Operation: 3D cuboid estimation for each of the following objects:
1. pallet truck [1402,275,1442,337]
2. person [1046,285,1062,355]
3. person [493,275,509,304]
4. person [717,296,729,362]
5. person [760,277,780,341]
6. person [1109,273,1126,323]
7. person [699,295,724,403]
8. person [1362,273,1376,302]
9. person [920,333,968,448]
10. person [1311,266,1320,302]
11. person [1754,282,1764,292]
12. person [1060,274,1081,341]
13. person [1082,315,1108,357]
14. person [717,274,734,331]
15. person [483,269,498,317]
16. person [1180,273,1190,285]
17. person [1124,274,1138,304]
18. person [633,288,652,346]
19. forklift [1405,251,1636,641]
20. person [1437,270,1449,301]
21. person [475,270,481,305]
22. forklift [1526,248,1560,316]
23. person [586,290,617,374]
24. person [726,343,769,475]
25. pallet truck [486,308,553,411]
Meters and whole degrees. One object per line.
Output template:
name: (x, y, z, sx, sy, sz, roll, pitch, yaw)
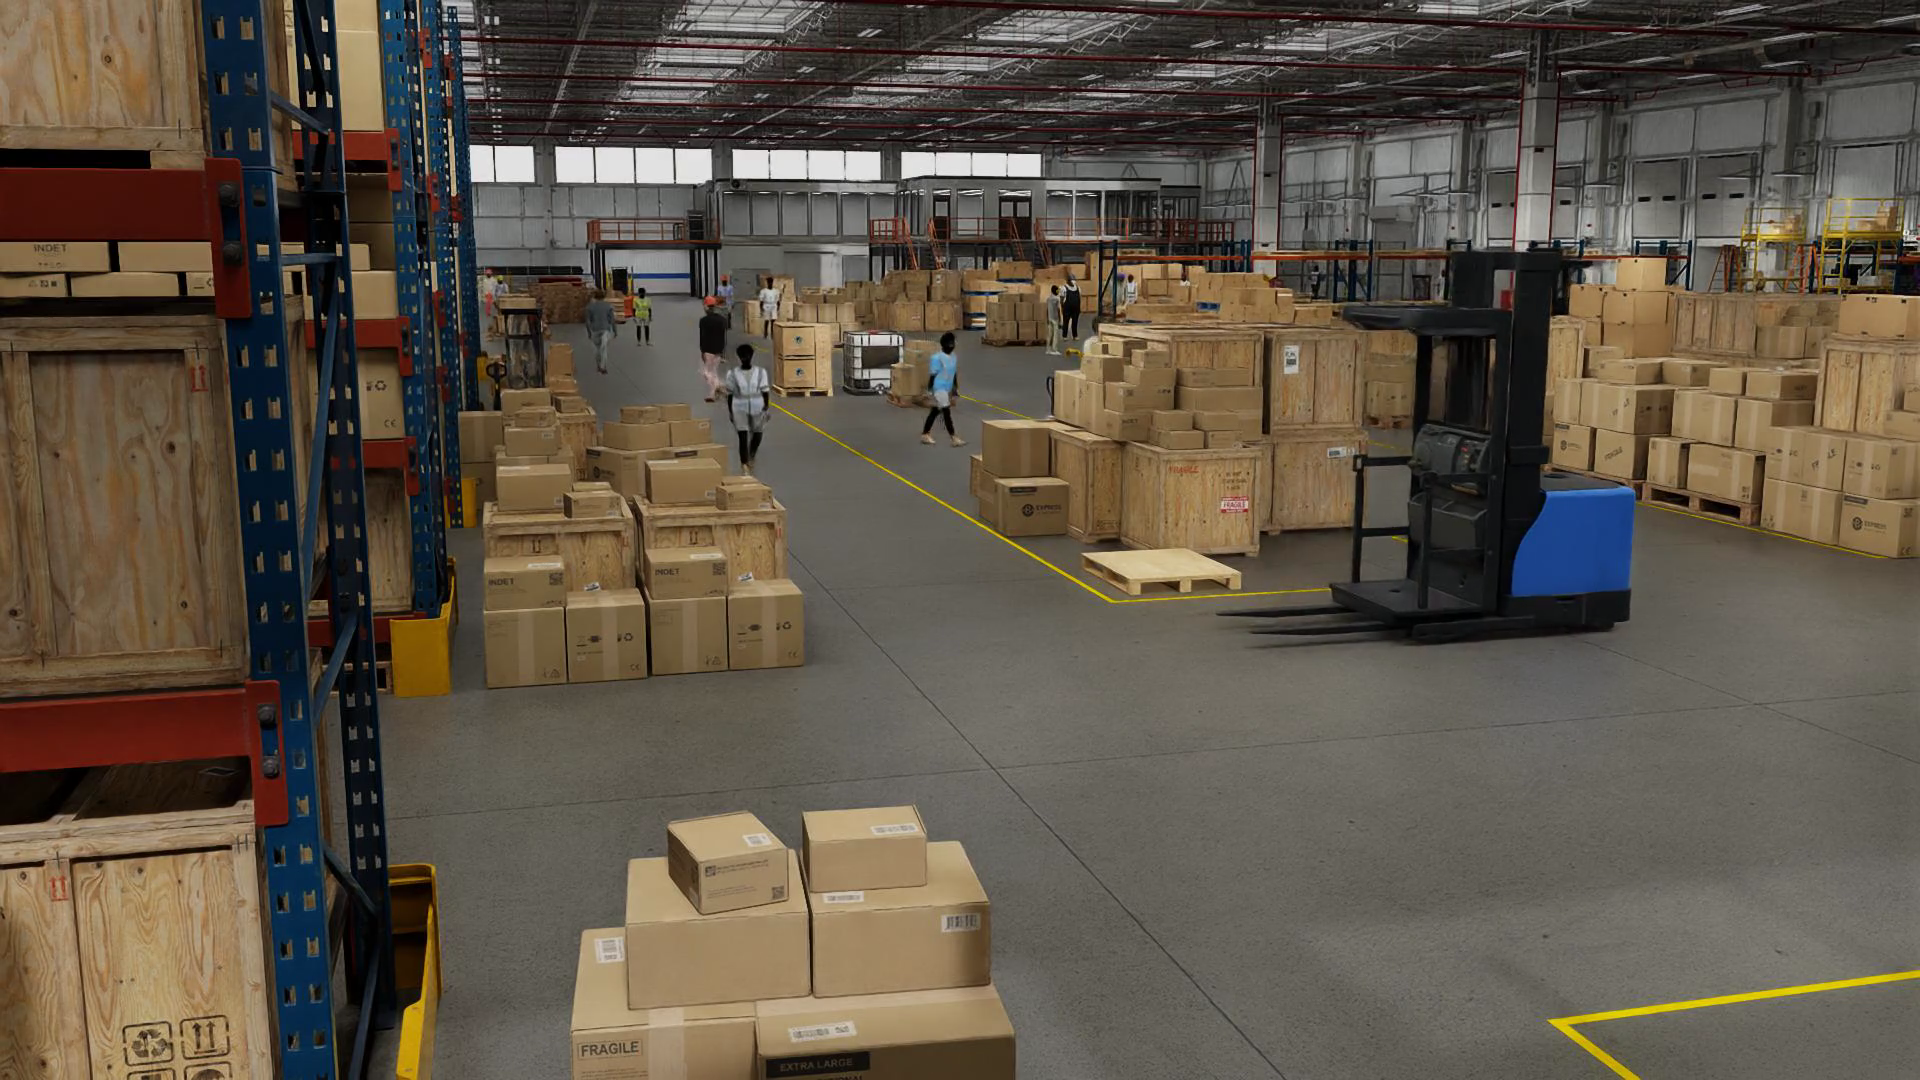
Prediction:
pallet truck: (14.620, -7.324, 52.145, 0.823, 1.965, 1.885, 8, 13, 40)
person: (2.498, -5.829, 44.089, 0.332, 1.859, 0.531, -8, 13, -39)
person: (-17.160, -9.011, 62.197, 0.611, 1.820, 0.517, -7, 12, -33)
person: (-5.909, -5.234, 41.326, 0.308, 1.640, 0.511, -2, 10, -11)
person: (-5.790, -7.049, 50.707, 0.609, 1.953, 0.527, -3, 10, -15)
person: (5.733, -8.794, 60.784, 0.652, 1.900, 0.947, -9, 13, -41)
person: (-4.501, -3.467, 30.353, 0.534, 1.977, 0.621, 8, 13, 40)
person: (20.073, -12.406, 81.395, 0.654, 1.825, 0.633, -1, 10, -7)
person: (-0.258, -2.151, 23.857, 0.847, 1.642, 0.528, 6, 11, 29)
person: (17.768, -12.763, 83.172, 0.376, 1.915, 0.594, -7, 12, -35)
person: (21.093, -5.848, 43.954, 0.628, 1.939, 0.374, -6, 12, -30)
person: (3.393, -7.060, 50.526, 0.688, 2.000, 0.539, -3, 11, -19)
person: (1.966, -2.168, 23.175, 0.629, 1.925, 0.481, -7, 12, -33)
person: (-7.935, -8.014, 56.262, 0.547, 1.924, 0.413, -1, 10, -7)
person: (-19.156, -10.099, 67.963, 0.618, 1.967, 0.850, 0, 10, 2)
person: (8.421, -9.067, 62.372, 0.354, 1.876, 0.574, -5, 11, -28)
person: (6.297, -8.948, 61.729, 0.582, 1.871, 0.505, -1, 10, -8)
person: (-9.196, -6.453, 48.107, 0.533, 1.690, 0.321, -3, 10, -17)
forklift: (4.021, -0.761, 12.483, 1.873, 2.768, 1.129, -3, 10, -15)
person: (21.529, -11.128, 74.116, 0.517, 1.846, 0.844, 1, 10, 4)
person: (-23.533, -12.266, 80.846, 0.295, 1.744, 0.484, 2, 10, 9)
forklift: (13.960, -5.632, 40.065, 1.873, 2.768, 1.129, -3, 10, -15)
person: (-8.129, -4.722, 37.744, 0.653, 1.881, 1.037, -1, 10, -3)
person: (-2.661, -1.629, 20.773, 0.536, 1.681, 0.597, -3, 10, -16)
pallet truck: (-6.242, -2.418, 24.362, 0.823, 1.965, 1.885, 1, 10, 3)
